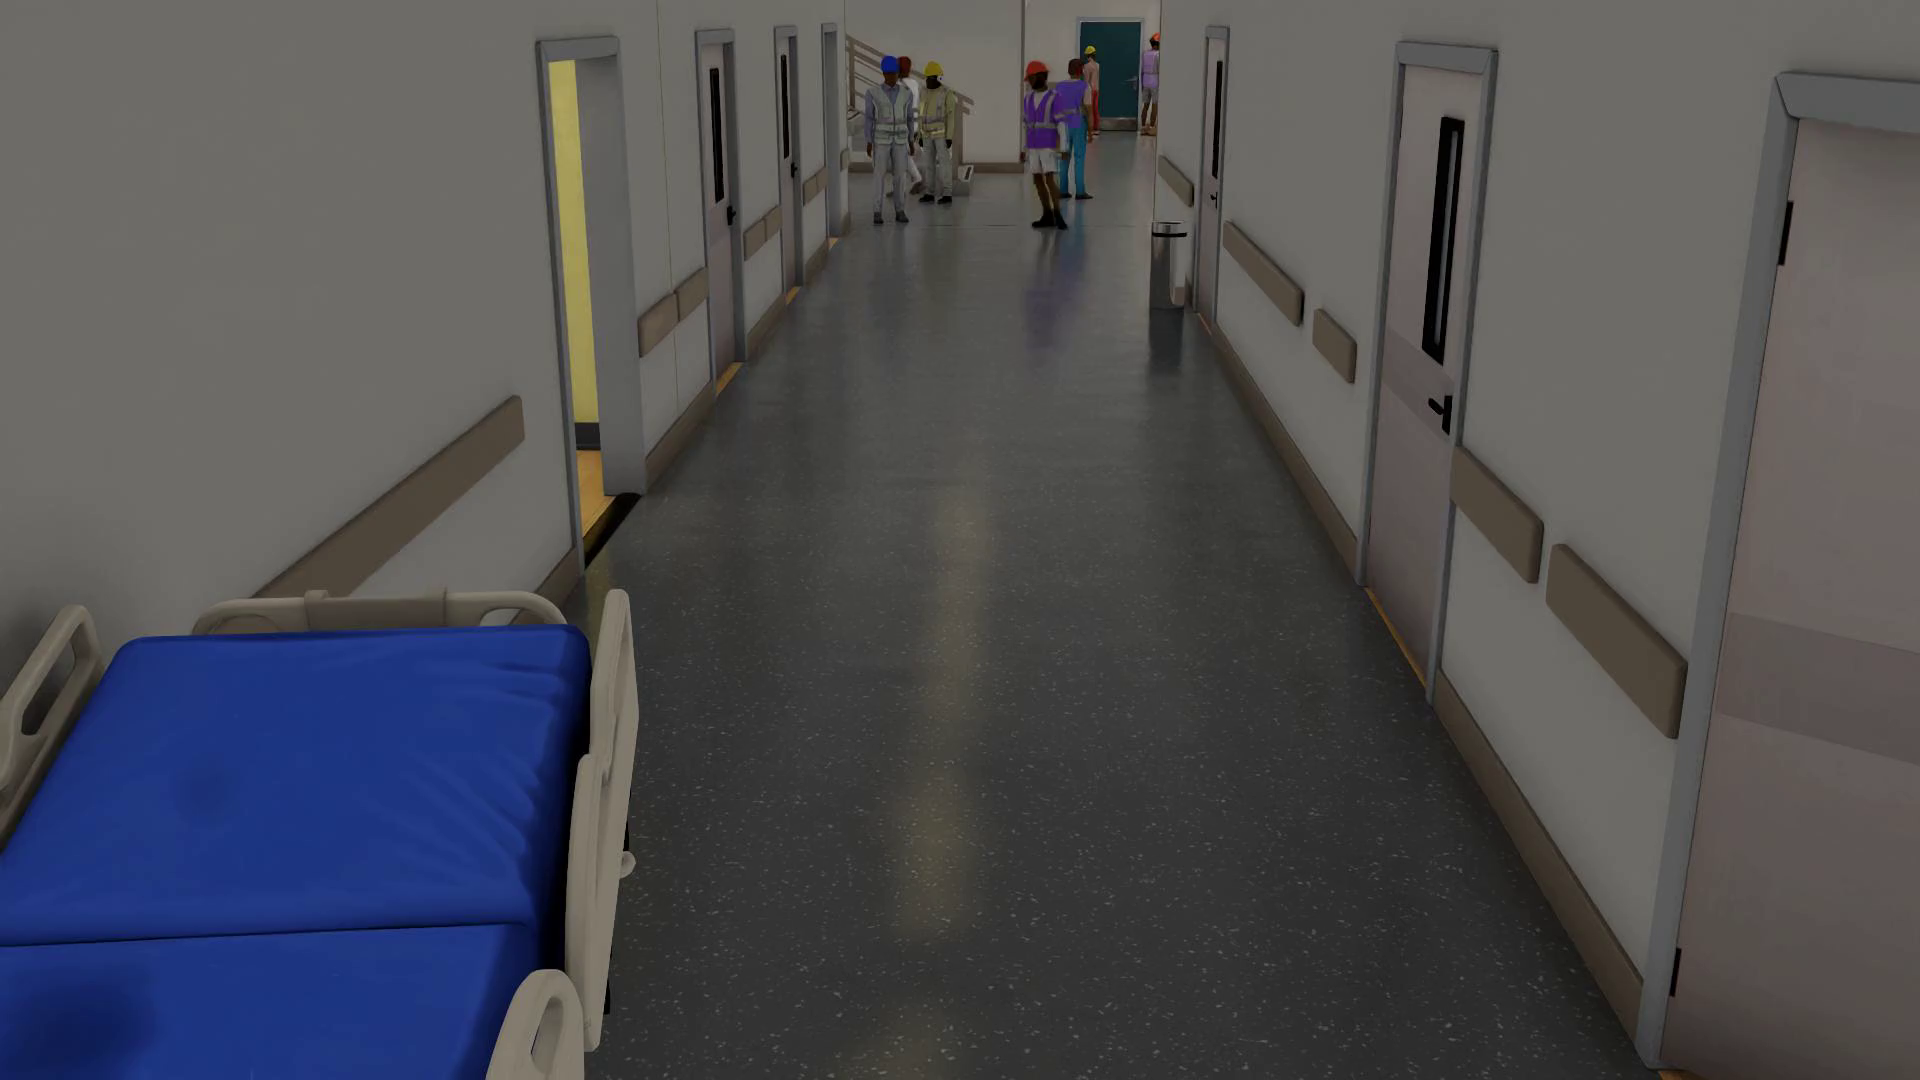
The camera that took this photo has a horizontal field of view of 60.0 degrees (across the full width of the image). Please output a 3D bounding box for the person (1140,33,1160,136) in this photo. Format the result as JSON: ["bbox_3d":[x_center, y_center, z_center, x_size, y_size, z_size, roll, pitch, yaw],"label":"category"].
[{"bbox_3d":[3.919,-9.201,33.639,0.410,2.028,0.618,-16,23,-40],"label":"person"}]

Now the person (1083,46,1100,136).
[{"bbox_3d":[2.640,-9.107,33.761,0.329,1.769,0.526,13,22,34],"label":"person"}]

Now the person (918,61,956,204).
[{"bbox_3d":[-0.324,-5.339,21.837,0.590,1.823,0.405,14,22,37],"label":"person"}]

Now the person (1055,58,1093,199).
[{"bbox_3d":[1.523,-5.505,22.312,0.567,1.846,0.389,13,22,35],"label":"person"}]

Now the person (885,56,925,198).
[{"bbox_3d":[-0.789,-5.549,22.401,0.429,1.871,0.599,10,20,28],"label":"person"}]

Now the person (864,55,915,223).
[{"bbox_3d":[-0.829,-4.753,19.780,0.615,1.945,0.400,-6,19,-17],"label":"person"}]

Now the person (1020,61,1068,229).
[{"bbox_3d":[1.000,-4.578,19.336,0.676,1.888,0.365,15,23,39],"label":"person"}]
